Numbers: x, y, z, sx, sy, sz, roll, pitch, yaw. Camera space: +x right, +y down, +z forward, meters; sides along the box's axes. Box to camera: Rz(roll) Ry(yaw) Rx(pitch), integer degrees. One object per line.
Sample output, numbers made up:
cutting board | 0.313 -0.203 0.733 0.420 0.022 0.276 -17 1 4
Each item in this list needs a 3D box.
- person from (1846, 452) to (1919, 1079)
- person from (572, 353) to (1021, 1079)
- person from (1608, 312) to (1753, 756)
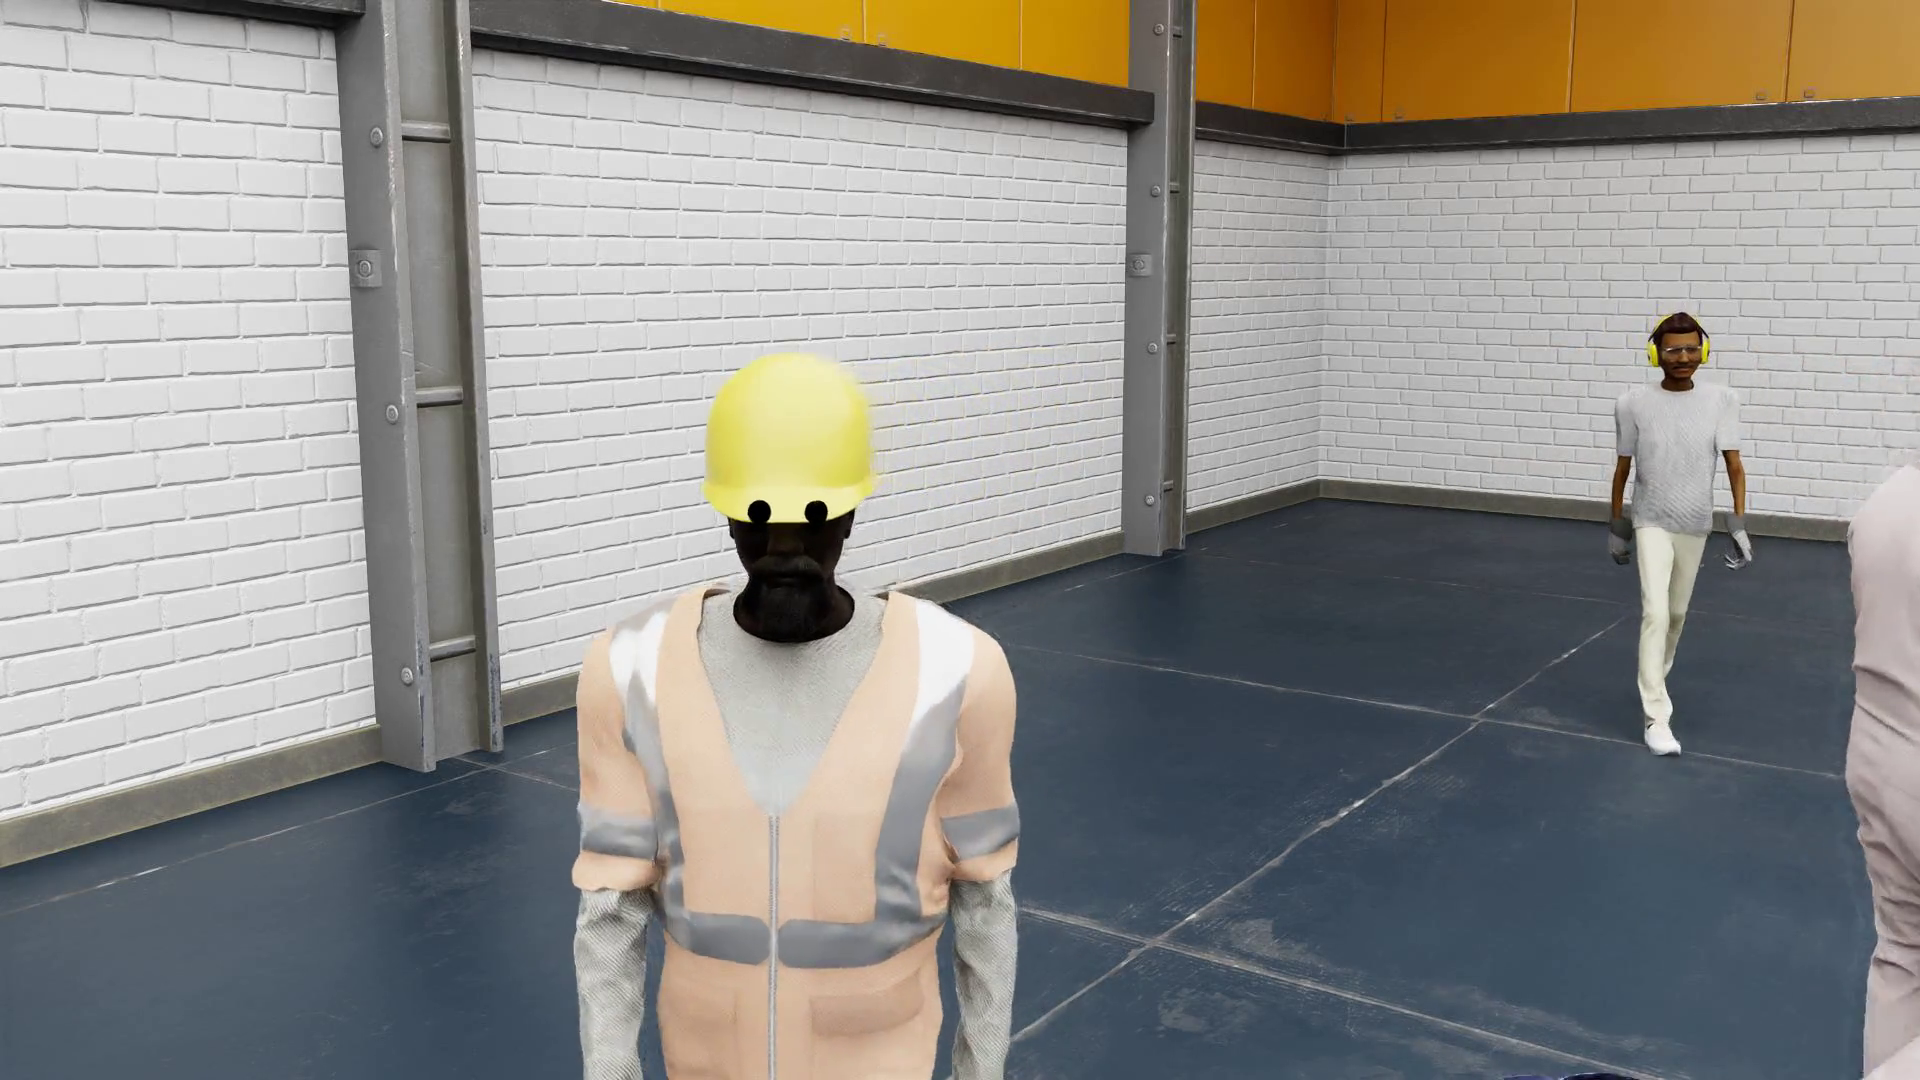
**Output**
person | 1.996 0.526 3.326 0.458 1.890 0.658 1 10 4
person | -0.218 0.702 2.267 0.588 1.910 0.457 1 10 8
person | 3.033 -0.064 7.107 0.503 1.823 0.996 1 10 8
